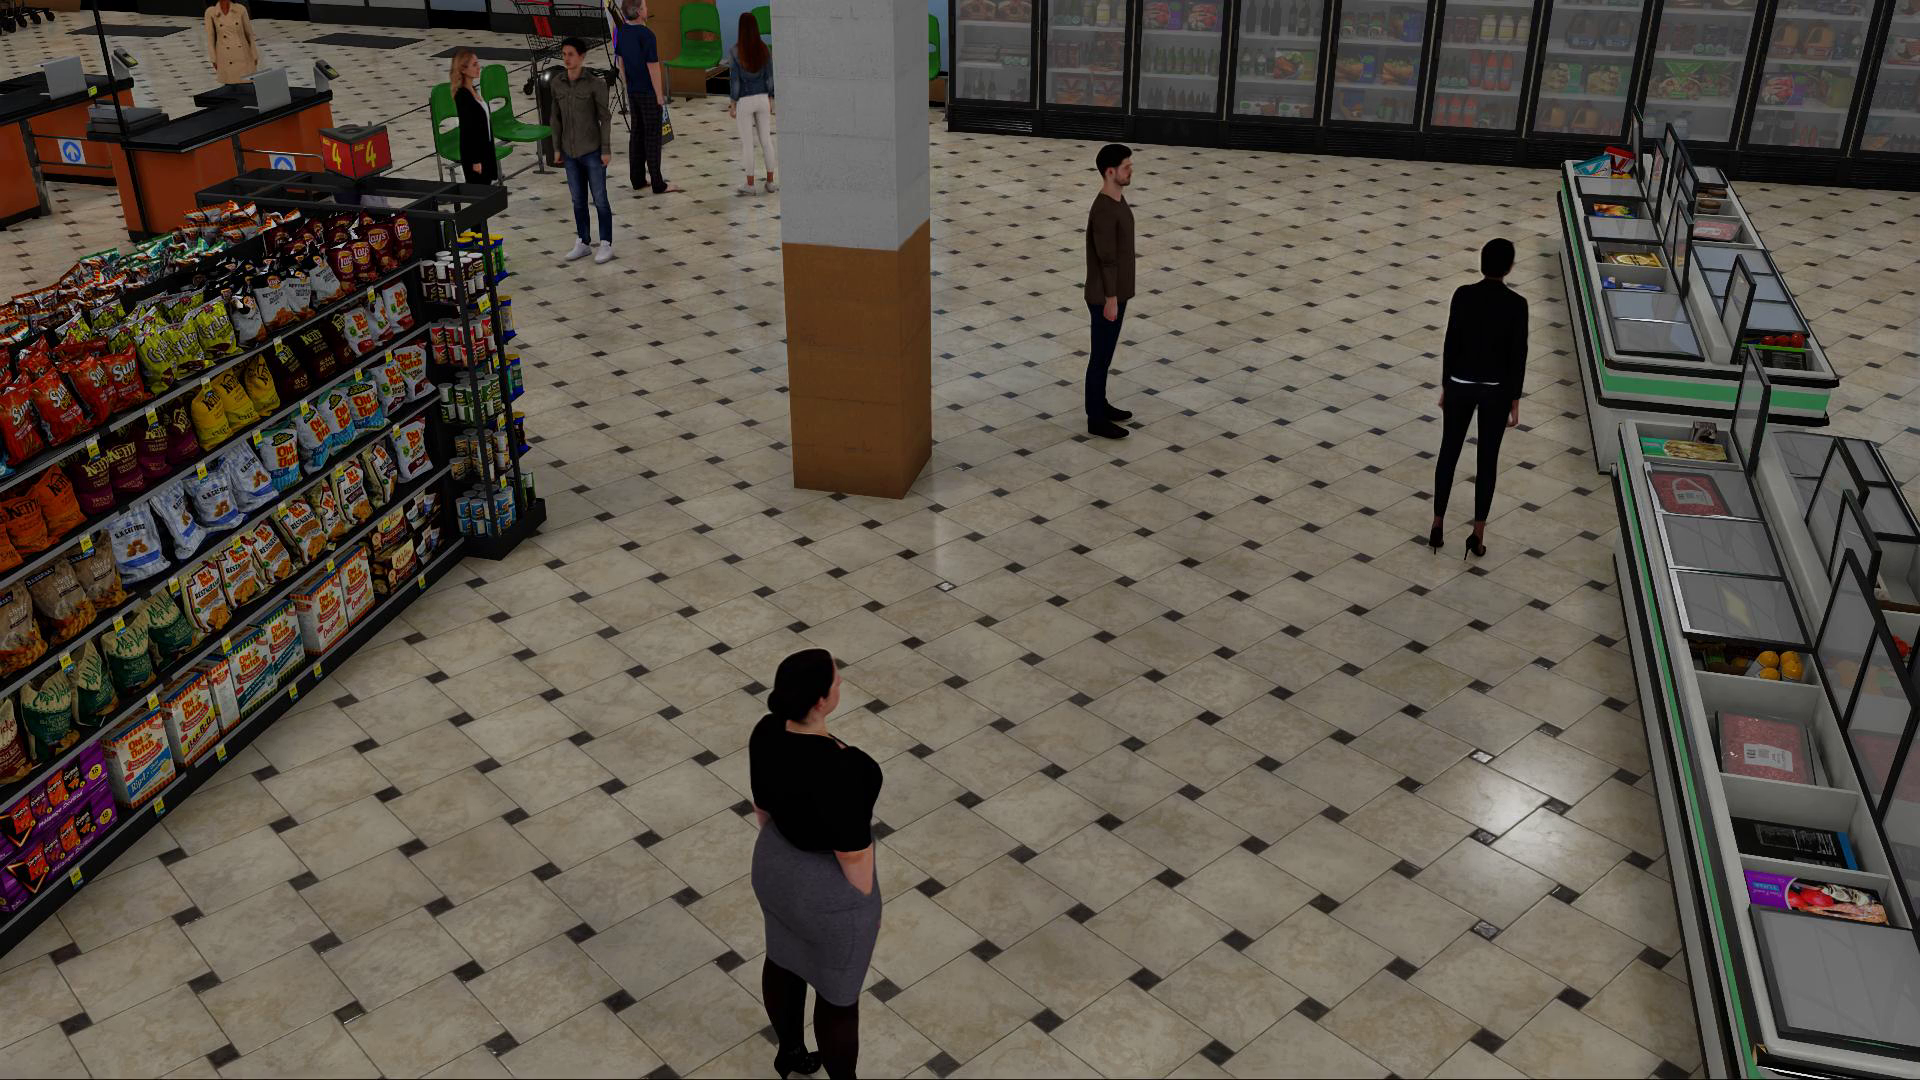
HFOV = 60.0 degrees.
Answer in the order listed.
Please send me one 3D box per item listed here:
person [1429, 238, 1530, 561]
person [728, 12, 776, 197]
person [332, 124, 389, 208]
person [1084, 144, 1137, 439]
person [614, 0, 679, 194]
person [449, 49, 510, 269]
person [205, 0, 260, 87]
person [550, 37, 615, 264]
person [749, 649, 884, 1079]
[{"bbox_3d":[2.818,-0.758,9.062,0.647,1.834,0.611,16,31,28],"label":"person"},{"bbox_3d":[-1.986,-4.177,15.952,0.676,1.701,0.737,-15,30,-27],"label":"person"},{"bbox_3d":[-4.054,-1.931,11.381,0.818,1.829,0.632,-2,27,-3],"label":"person"},{"bbox_3d":[0.951,-1.601,10.664,0.721,1.888,0.520,5,27,9],"label":"person"},{"bbox_3d":[-3.046,-4.293,15.991,0.732,1.872,0.696,20,33,34],"label":"person"},{"bbox_3d":[-4.025,-3.158,13.832,0.729,1.801,0.576,-3,27,-7],"label":"person"},{"bbox_3d":[-7.855,-5.216,18.023,0.723,1.680,0.746,-10,29,-20],"label":"person"},{"bbox_3d":[-3.156,-3.285,14.010,0.717,1.866,0.583,9,28,17],"label":"person"},{"bbox_3d":[-0.481,1.134,5.415,0.799,1.759,0.773,-22,35,-37],"label":"person"}]
